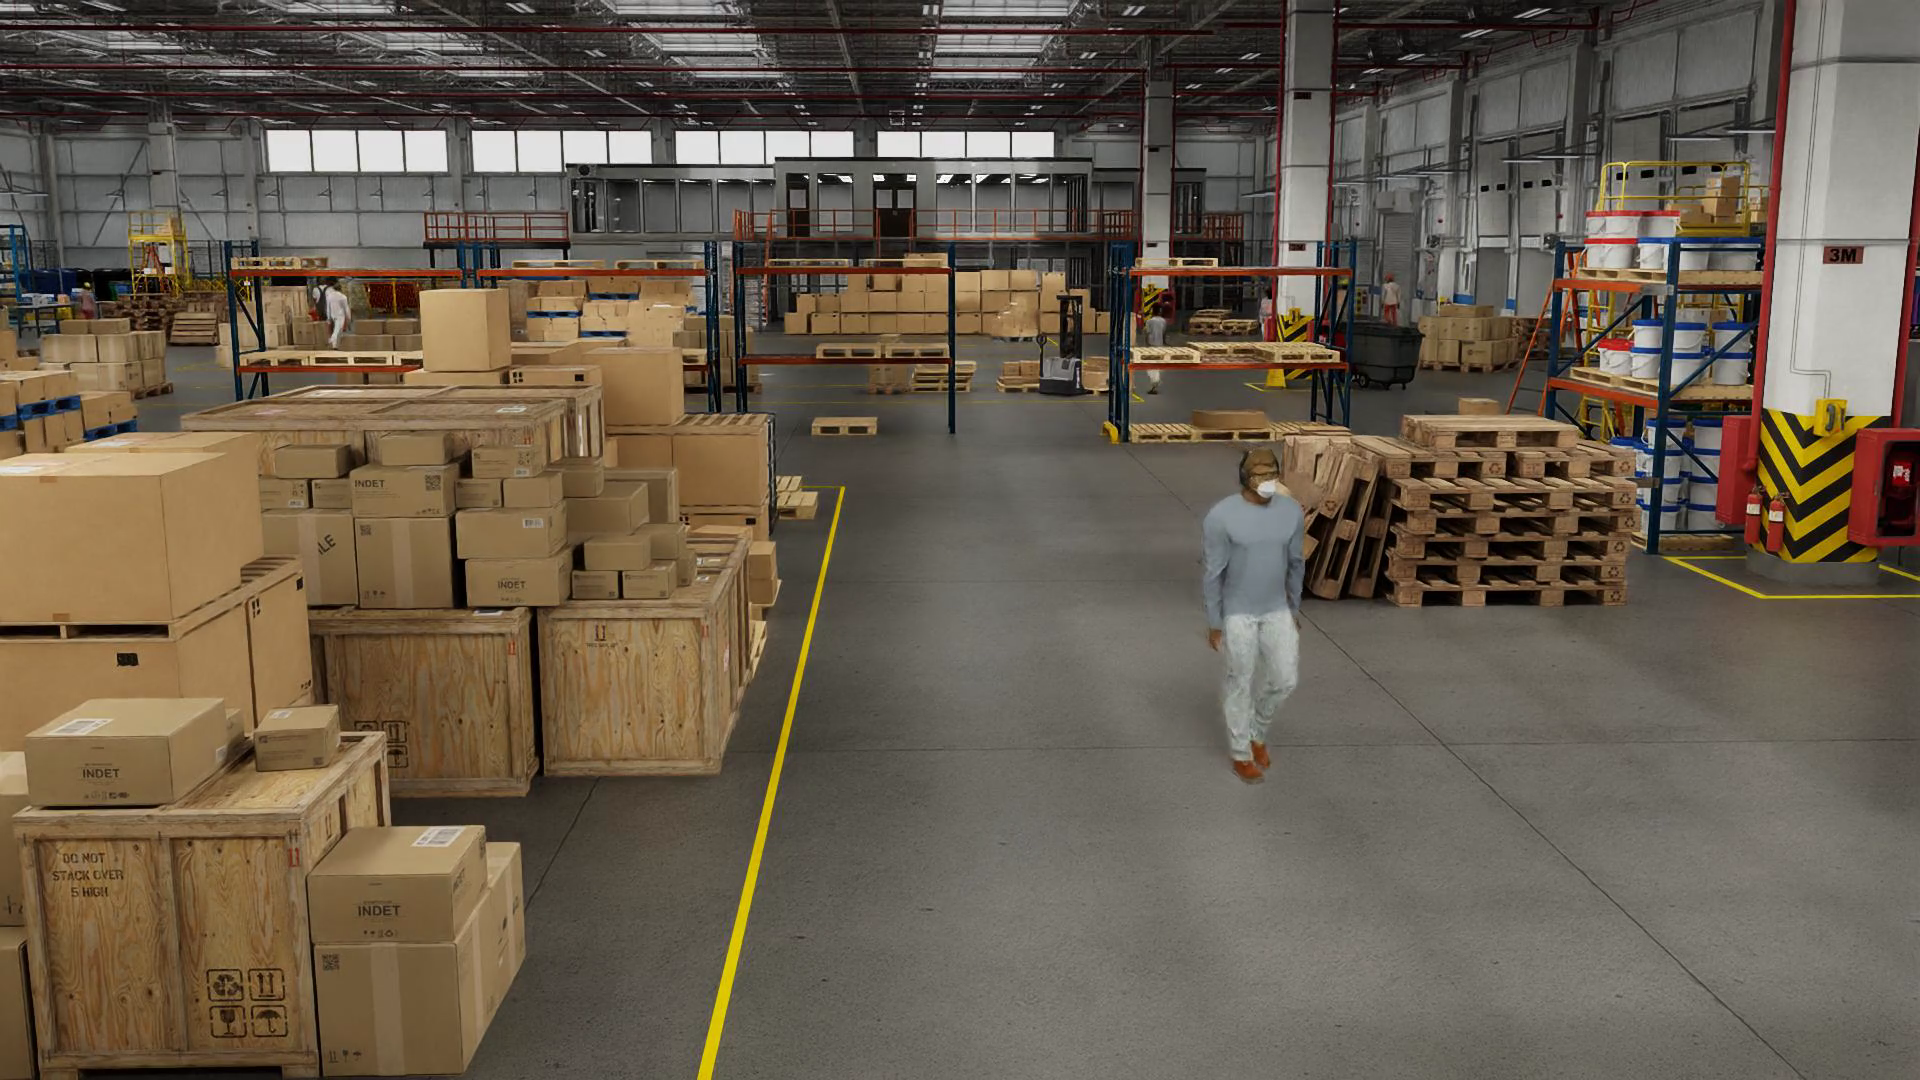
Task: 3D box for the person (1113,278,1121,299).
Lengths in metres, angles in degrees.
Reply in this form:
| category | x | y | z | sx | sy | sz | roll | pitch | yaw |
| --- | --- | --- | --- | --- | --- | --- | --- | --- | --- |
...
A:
| category | x | y | z | sx | sy | sz | roll | pitch | yaw |
| --- | --- | --- | --- | --- | --- | --- | --- | --- | --- |
| person | 6.234 | -9.484 | 64.727 | 0.463 | 1.838 | 0.652 | -9 | 13 | -40 |

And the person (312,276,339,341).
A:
| category | x | y | z | sx | sy | sz | roll | pitch | yaw |
| --- | --- | --- | --- | --- | --- | --- | --- | --- | --- |
| person | -19.288 | -7.056 | 50.627 | 0.680 | 2.000 | 0.537 | 0 | 10 | -3 |

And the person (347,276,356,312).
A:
| category | x | y | z | sx | sy | sz | roll | pitch | yaw |
| --- | --- | --- | --- | --- | --- | --- | --- | --- | --- |
| person | -26.341 | -10.805 | 72.013 | 0.427 | 1.869 | 0.580 | -6 | 12 | -31 |

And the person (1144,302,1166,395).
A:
| category | x | y | z | sx | sy | sz | roll | pitch | yaw |
| --- | --- | --- | --- | --- | --- | --- | --- | --- | --- |
| person | 3.872 | -3.800 | 33.002 | 0.519 | 1.856 | 0.434 | -5 | 11 | -26 |

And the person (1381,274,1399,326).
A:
| category | x | y | z | sx | sy | sz | roll | pitch | yaw |
| --- | --- | --- | --- | --- | --- | --- | --- | --- | --- |
| person | 14.479 | -7.960 | 55.902 | 0.703 | 1.953 | 0.542 | -2 | 10 | -11 |

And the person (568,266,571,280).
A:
| category | x | y | z | sx | sy | sz | roll | pitch | yaw |
| --- | --- | --- | --- | --- | --- | --- | --- | --- | --- |
| person | -17.829 | -11.610 | 76.321 | 0.592 | 1.923 | 0.387 | -9 | 14 | -42 |

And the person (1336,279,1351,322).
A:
| category | x | y | z | sx | sy | sz | roll | pitch | yaw |
| --- | --- | --- | --- | --- | --- | --- | --- | --- | --- |
| person | 11.589 | -6.922 | 50.250 | 0.591 | 1.905 | 0.792 | 4 | 11 | 22 |

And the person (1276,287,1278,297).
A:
| category | x | y | z | sx | sy | sz | roll | pitch | yaw |
| --- | --- | --- | --- | --- | --- | --- | --- | --- | --- |
| person | 12.305 | -9.273 | 64.032 | 0.530 | 1.664 | 0.811 | -4 | 11 | -20 |

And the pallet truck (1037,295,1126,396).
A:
| category | x | y | z | sx | sy | sz | roll | pitch | yaw |
| --- | --- | --- | --- | --- | --- | --- | --- | --- | --- |
| pallet truck | 2.483 | -3.881 | 33.060 | 1.885 | 1.965 | 0.823 | -7 | 13 | -36 |

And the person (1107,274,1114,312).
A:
| category | x | y | z | sx | sy | sz | roll | pitch | yaw |
| --- | --- | --- | --- | --- | --- | --- | --- | --- | --- |
| person | 5.929 | -9.691 | 66.073 | 0.526 | 1.768 | 0.331 | -6 | 12 | -31 |

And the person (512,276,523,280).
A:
| category | x | y | z | sx | sy | sz | roll | pitch | yaw |
| --- | --- | --- | --- | --- | --- | --- | --- | --- | --- |
| person | -17.414 | -9.675 | 65.575 | 0.560 | 1.916 | 0.725 | -3 | 11 | -15 |

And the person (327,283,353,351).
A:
| category | x | y | z | sx | sy | sz | roll | pitch | yaw |
| --- | --- | --- | --- | --- | --- | --- | --- | --- | --- |
| person | -17.303 | -6.217 | 46.416 | 0.645 | 1.882 | 1.046 | 4 | 11 | 23 |

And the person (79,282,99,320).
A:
| category | x | y | z | sx | sy | sz | roll | pitch | yaw |
| --- | --- | --- | --- | --- | --- | --- | --- | --- | --- |
| person | -27.782 | -7.344 | 53.050 | 0.521 | 1.744 | 0.476 | 2 | 10 | 14 |

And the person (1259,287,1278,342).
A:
| category | x | y | z | sx | sy | sz | roll | pitch | yaw |
| --- | --- | --- | --- | --- | --- | --- | --- | --- | --- |
| person | 8.150 | -5.730 | 43.794 | 0.619 | 1.845 | 0.430 | 8 | 13 | 38 |

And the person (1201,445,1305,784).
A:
| category | x | y | z | sx | sy | sz | roll | pitch | yaw |
| --- | --- | --- | --- | --- | --- | --- | --- | --- | --- |
| person | 1.651 | 0.422 | 9.293 | 0.649 | 1.921 | 0.440 | -3 | 11 | -17 |

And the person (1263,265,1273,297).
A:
| category | x | y | z | sx | sy | sz | roll | pitch | yaw |
| --- | --- | --- | --- | --- | --- | --- | --- | --- | --- |
| person | 14.476 | -11.956 | 78.213 | 0.602 | 1.938 | 0.400 | -7 | 12 | -35 |
